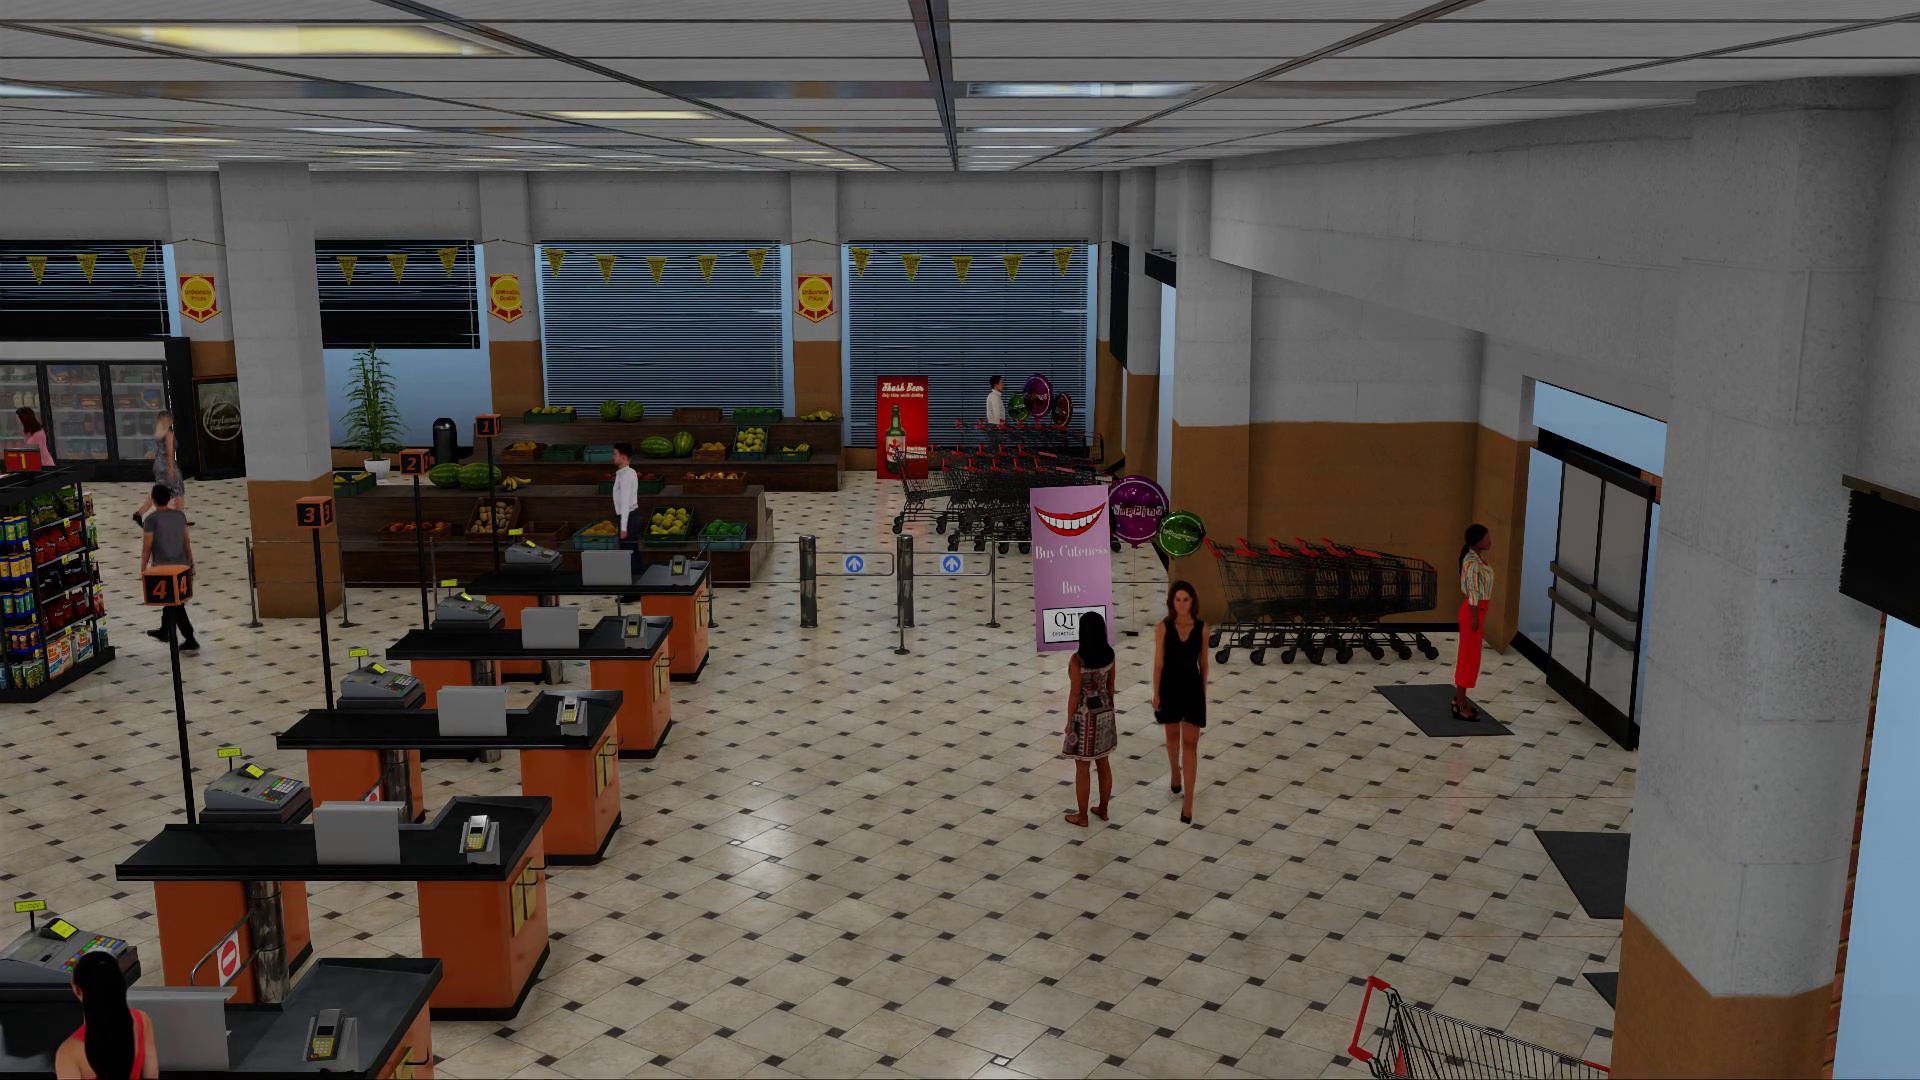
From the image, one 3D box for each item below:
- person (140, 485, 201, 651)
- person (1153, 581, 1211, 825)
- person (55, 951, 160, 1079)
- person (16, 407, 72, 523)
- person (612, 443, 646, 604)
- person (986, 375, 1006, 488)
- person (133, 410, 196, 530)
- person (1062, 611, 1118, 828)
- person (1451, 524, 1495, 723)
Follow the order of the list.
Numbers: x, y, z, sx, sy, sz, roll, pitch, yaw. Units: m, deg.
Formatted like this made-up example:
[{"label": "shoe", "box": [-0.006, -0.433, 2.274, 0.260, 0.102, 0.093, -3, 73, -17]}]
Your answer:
[{"label": "person", "box": [-8.084, 0.320, 17.103, 1.226, 1.709, 0.987, 6, 13, 27]}, {"label": "person", "box": [1.666, 1.217, 12.704, 1.134, 1.767, 0.703, 1, 12, 5]}, {"label": "person", "box": [-3.432, 2.483, 6.791, 0.738, 1.727, 0.715, 7, 14, 31]}, {"label": "person", "box": [-12.658, -0.961, 23.122, 1.181, 1.737, 1.205, 12, 16, 43]}, {"label": "person", "box": [-3.828, -0.211, 19.263, 0.550, 1.860, 0.604, 0, 12, 2]}, {"label": "person", "box": [0.553, -1.748, 26.680, 0.564, 1.811, 0.670, -1, 12, -4]}, {"label": "person", "box": [-11.162, -0.937, 23.171, 1.068, 1.669, 1.043, 9, 15, 37]}, {"label": "person", "box": [0.985, 1.328, 12.471, 0.679, 1.645, 0.783, -8, 15, -35]}, {"label": "person", "box": [4.599, 0.732, 14.944, 0.616, 1.793, 0.647, 3, 12, 16]}]
